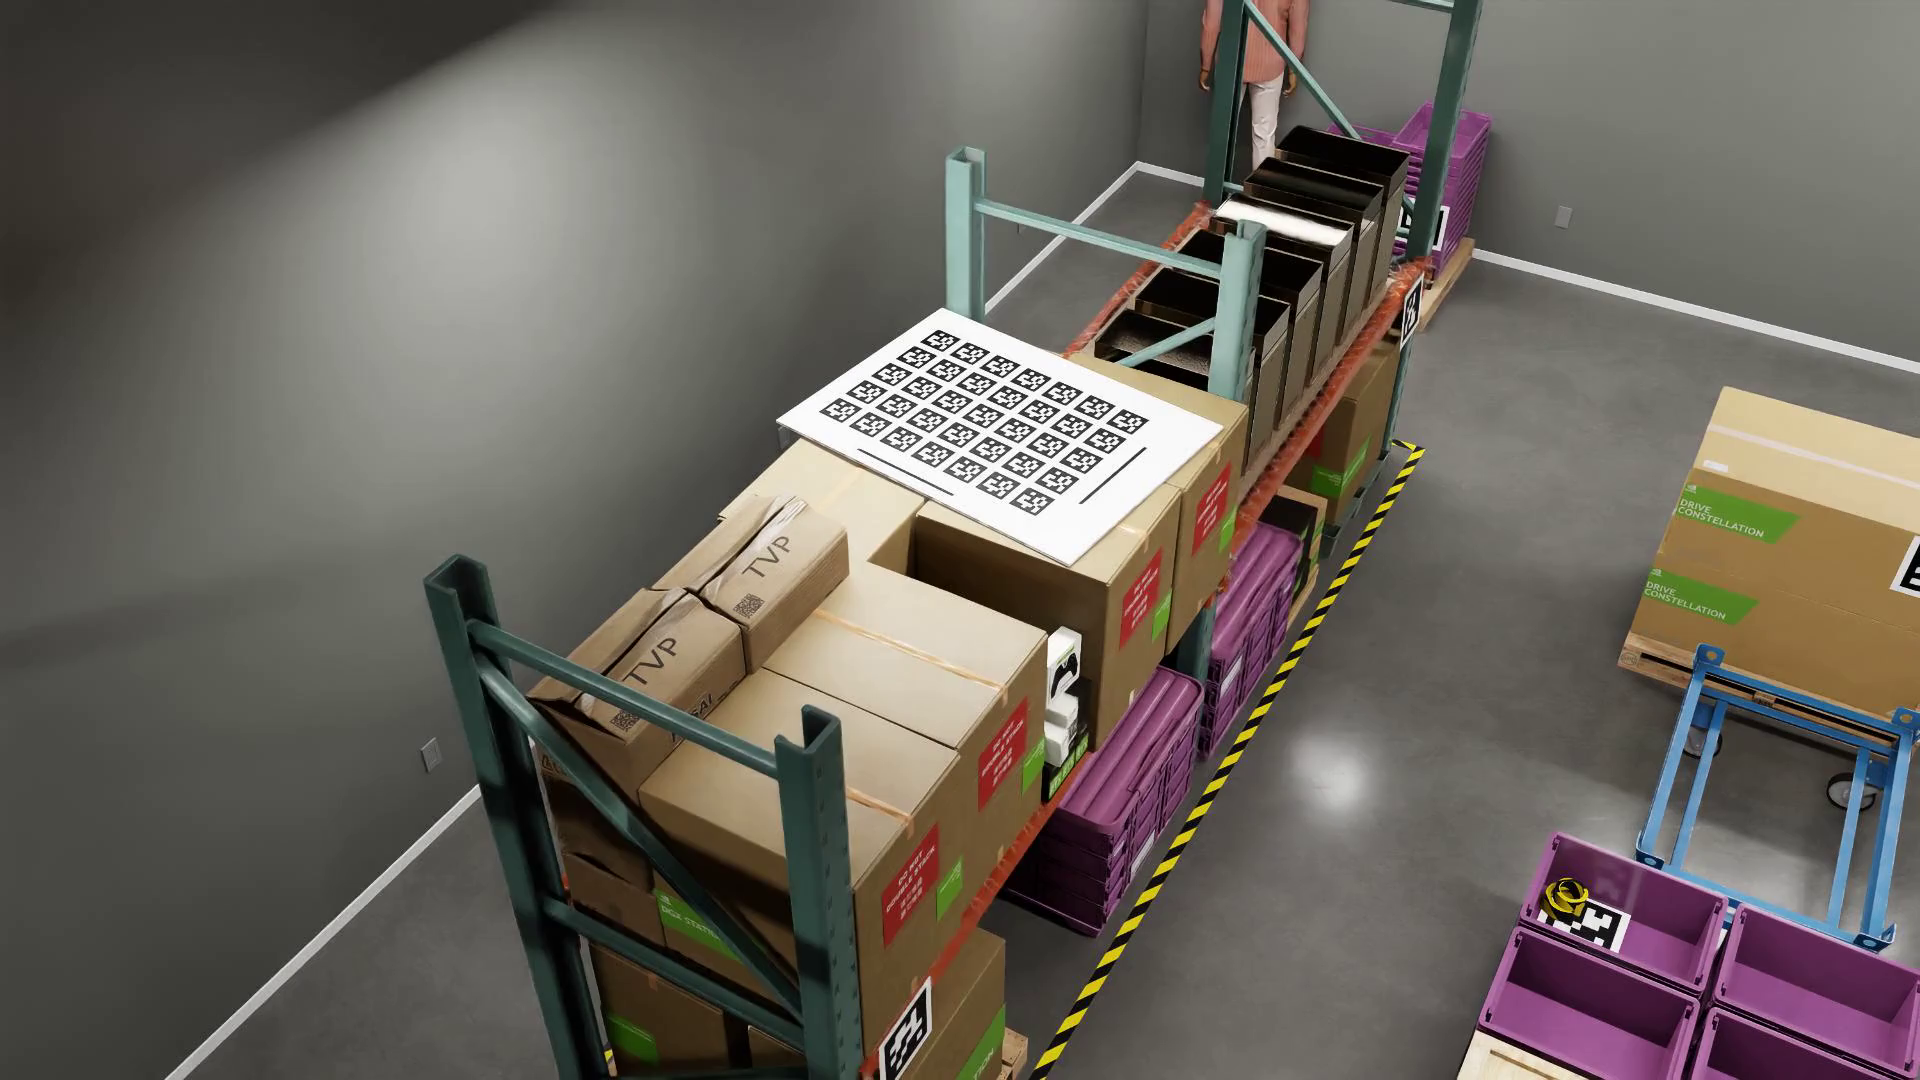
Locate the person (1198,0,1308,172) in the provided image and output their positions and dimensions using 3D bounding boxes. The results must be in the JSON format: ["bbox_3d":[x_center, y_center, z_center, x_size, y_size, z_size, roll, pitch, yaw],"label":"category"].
[{"bbox_3d":[1.732,-2.848,9.948,0.616,1.993,0.395,5,40,6],"label":"person"}]
